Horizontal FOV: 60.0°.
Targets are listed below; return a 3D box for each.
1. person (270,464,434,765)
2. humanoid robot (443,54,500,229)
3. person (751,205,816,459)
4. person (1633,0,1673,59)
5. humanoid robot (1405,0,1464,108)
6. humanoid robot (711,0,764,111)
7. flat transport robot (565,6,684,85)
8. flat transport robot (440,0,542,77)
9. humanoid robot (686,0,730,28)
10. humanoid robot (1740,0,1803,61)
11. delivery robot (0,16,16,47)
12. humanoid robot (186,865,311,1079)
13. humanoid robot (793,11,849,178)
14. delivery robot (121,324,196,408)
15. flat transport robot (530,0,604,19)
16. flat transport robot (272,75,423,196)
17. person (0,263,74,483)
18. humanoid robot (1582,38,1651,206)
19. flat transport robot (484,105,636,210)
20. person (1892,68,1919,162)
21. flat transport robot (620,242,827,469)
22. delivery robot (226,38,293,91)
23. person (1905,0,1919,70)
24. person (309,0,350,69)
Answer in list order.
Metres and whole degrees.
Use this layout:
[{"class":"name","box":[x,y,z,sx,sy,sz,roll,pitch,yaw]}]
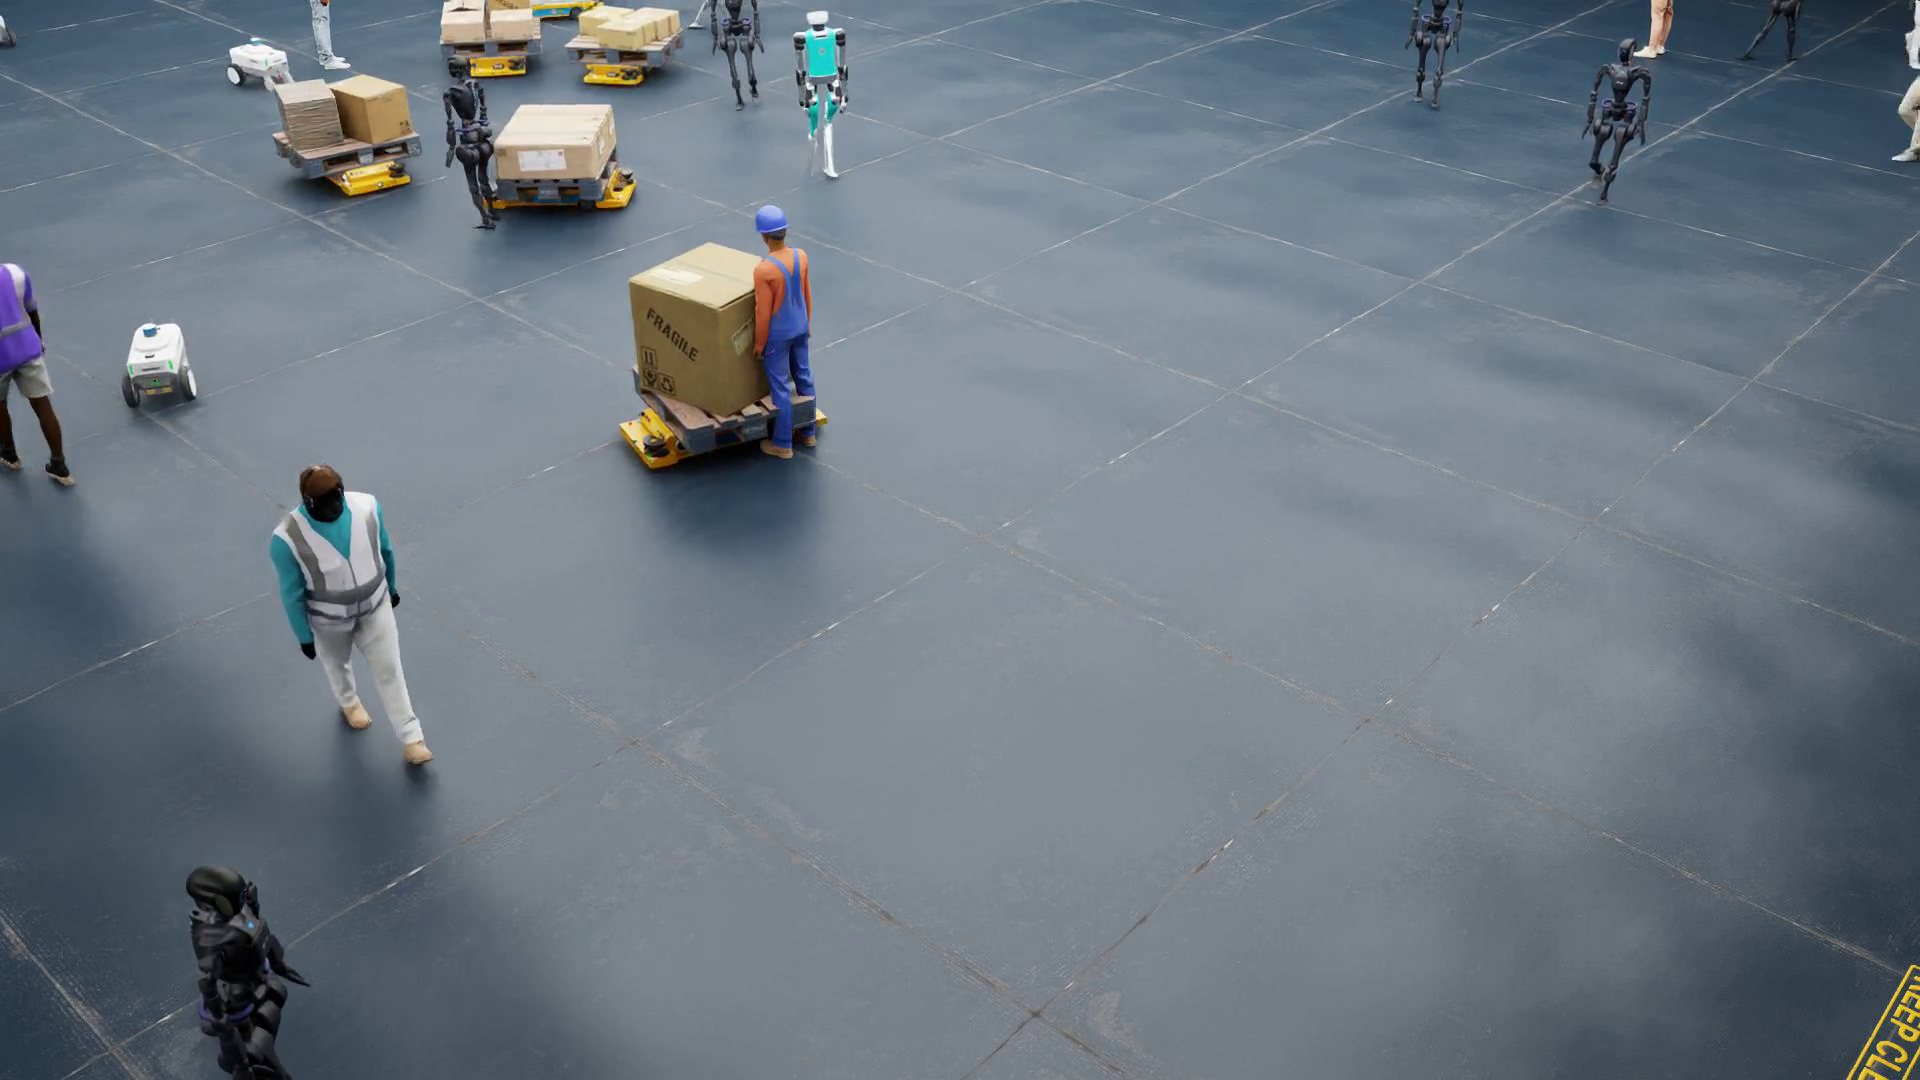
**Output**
[{"class":"person","box":[-3.313,0.400,9.061,0.649,1.788,0.978,-23,39,-32]},{"class":"humanoid robot","box":[-4.690,-3.821,15.970,0.352,1.652,0.603,15,35,23]},{"class":"person","box":[-1.284,-1.495,12.014,0.369,1.903,0.519,27,41,36]},{"class":"person","box":[8.879,-7.034,20.961,0.518,1.872,0.363,-25,40,-34]},{"class":"humanoid robot","box":[5.487,-5.841,19.235,0.616,1.638,0.652,6,32,10]},{"class":"humanoid robot","box":[-2.572,-5.811,19.176,0.610,1.651,0.317,0,32,0]},{"class":"flat transport robot","box":[-4.149,-5.975,20.776,0.659,0.231,1.431,5,32,7]},{"class":"flat transport robot","box":[-5.893,-6.149,21.055,0.659,0.231,1.431,-6,32,-10]},{"class":"humanoid robot","box":[-3.353,-7.618,22.078,0.874,1.838,0.556,-8,33,-12]},{"class":"humanoid robot","box":[10.363,-6.823,20.866,0.791,1.635,0.601,-4,32,-6]},{"class":"delivery robot","box":[-12.704,-6.724,21.694,0.499,0.577,0.769,-22,38,-31]},{"class":"humanoid robot","box":[-2.813,1.912,6.774,0.761,1.630,0.611,-1,32,-2]},{"class":"humanoid robot","box":[-1.437,-4.550,17.178,0.543,1.887,0.661,-7,33,-11]},{"class":"delivery robot","box":[-6.347,-1.406,13.156,0.499,0.603,0.794,-9,33,-15]},{"class":"flat transport robot","box":[-5.667,-7.394,23.060,1.431,0.231,0.659,-8,33,-12]},{"class":"flat transport robot","box":[-6.417,-3.968,17.544,0.659,0.231,1.431,-23,39,-32]},{"class":"person","box":[-6.788,-1.346,11.743,0.880,1.932,0.616,23,39,32]},{"class":"humanoid robot","box":[6.566,-4.194,16.584,0.609,1.644,0.471,17,35,25]},{"class":"flat transport robot","box":[-4.067,-3.573,16.908,1.431,0.231,0.659,-1,32,-1]},{"class":"person","box":[10.262,-4.829,17.580,0.398,1.680,0.498,0,32,0]},{"class":"flat transport robot","box":[-1.804,-0.924,12.643,1.431,0.231,0.659,-17,35,-25]},{"class":"delivery robot","box":[-8.501,-5.794,20.194,0.750,0.575,0.499,18,36,26]},{"class":"person","box":[12.065,-6.735,20.710,0.515,1.617,0.573,-3,32,-4]},{"class":"person","box":[-7.957,-6.815,20.567,0.393,1.919,0.588,-15,35,-23]}]
